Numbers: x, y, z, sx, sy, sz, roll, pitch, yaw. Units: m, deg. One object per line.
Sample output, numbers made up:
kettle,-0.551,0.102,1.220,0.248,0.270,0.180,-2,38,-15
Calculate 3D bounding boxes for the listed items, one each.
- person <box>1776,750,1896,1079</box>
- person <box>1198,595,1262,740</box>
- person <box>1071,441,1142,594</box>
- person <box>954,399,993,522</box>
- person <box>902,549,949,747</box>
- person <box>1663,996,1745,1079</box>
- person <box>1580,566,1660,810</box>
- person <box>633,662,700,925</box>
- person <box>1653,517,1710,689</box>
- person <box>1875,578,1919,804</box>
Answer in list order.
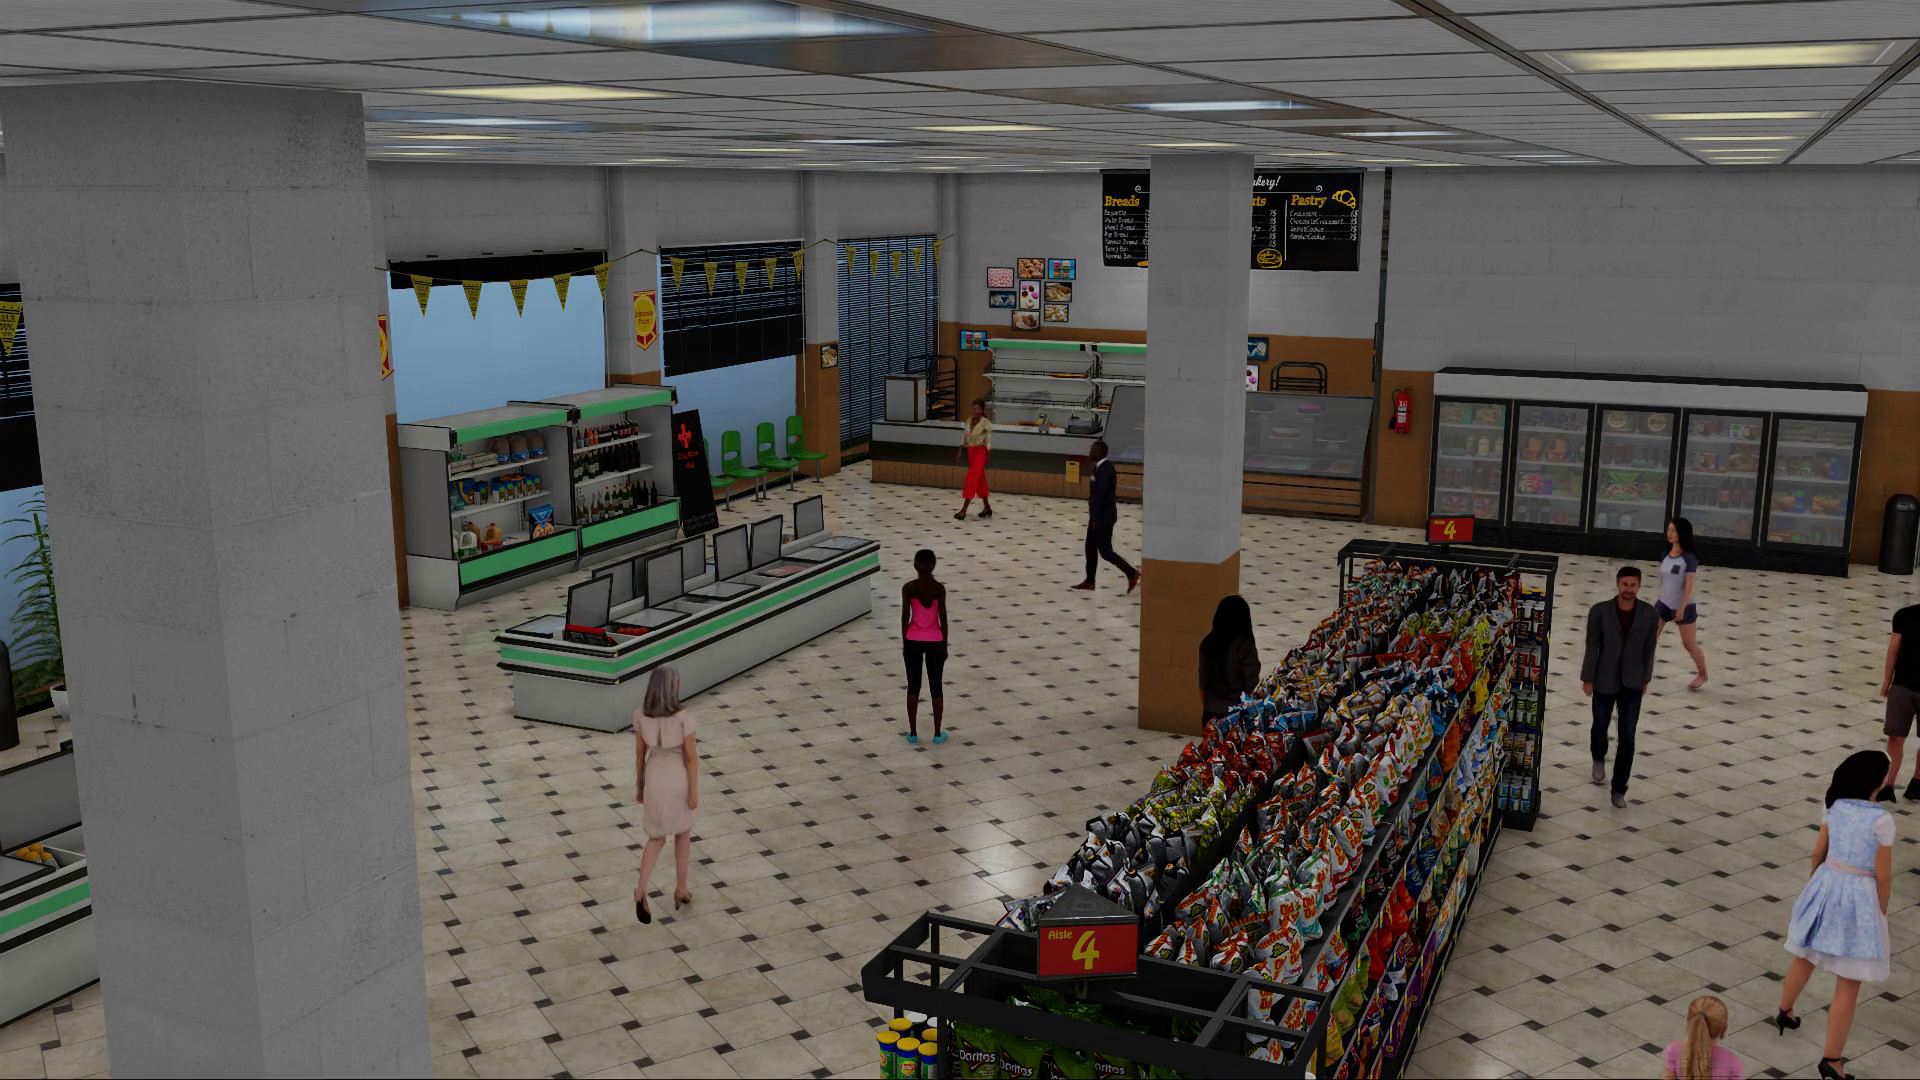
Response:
person,4.719,2.000,8.903,1.049,1.789,0.997,-5,13,-22
person,1.956,1.303,12.098,0.702,1.838,0.680,10,15,39
person,1.749,-0.246,19.549,0.997,1.798,1.097,1,12,3
person,0.310,-1.138,23.912,1.143,1.747,0.841,-11,16,-43
person,-0.306,0.911,14.242,0.624,1.720,0.644,1,12,4
person,3.212,2.625,7.266,0.580,1.241,0.922,8,14,33
person,5.136,1.107,13.041,0.802,1.832,1.245,4,12,17
person,-1.905,1.660,10.695,0.743,1.716,1.085,3,12,13
person,6.809,0.645,15.652,1.179,1.660,1.062,-5,13,-24
person,7.484,1.133,12.898,0.895,1.841,1.075,11,16,42
